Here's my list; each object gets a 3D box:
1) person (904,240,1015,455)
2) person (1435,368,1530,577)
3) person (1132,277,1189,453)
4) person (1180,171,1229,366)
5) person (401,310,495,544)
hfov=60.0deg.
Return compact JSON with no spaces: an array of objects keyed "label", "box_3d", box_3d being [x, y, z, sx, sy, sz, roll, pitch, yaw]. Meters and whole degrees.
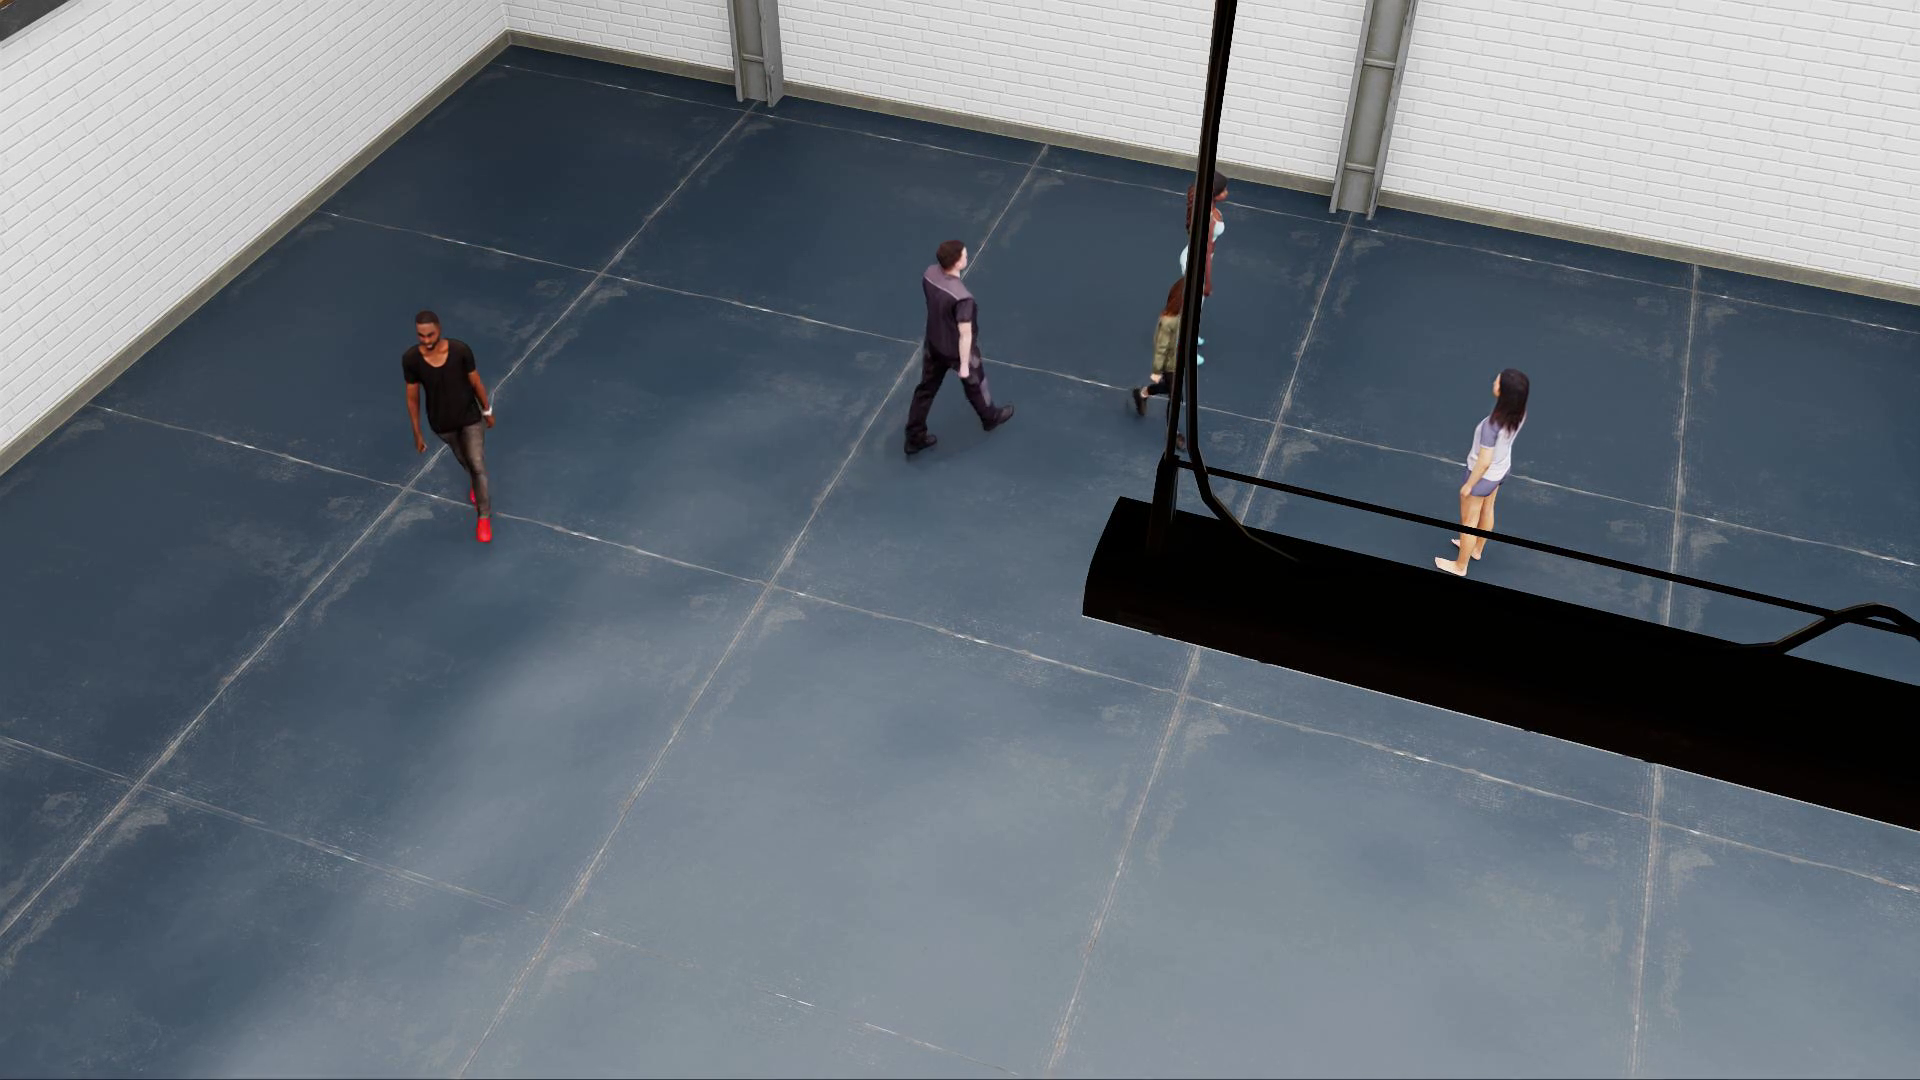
[{"label":"person","box_3d":[-0.146,-1.371,12.237,1.212,1.799,1.256,-26,50,-25]},{"label":"person","box_3d":[3.589,-0.464,11.332,0.642,1.734,0.654,34,53,30]},{"label":"person","box_3d":[1.564,-1.371,12.487,0.818,1.455,1.001,-34,53,-31]},{"label":"person","box_3d":[1.866,-2.154,13.114,0.654,1.723,0.643,-3,44,-3]},{"label":"person","box_3d":[-3.578,-0.928,11.795,1.184,1.768,1.094,-6,44,-6]}]
